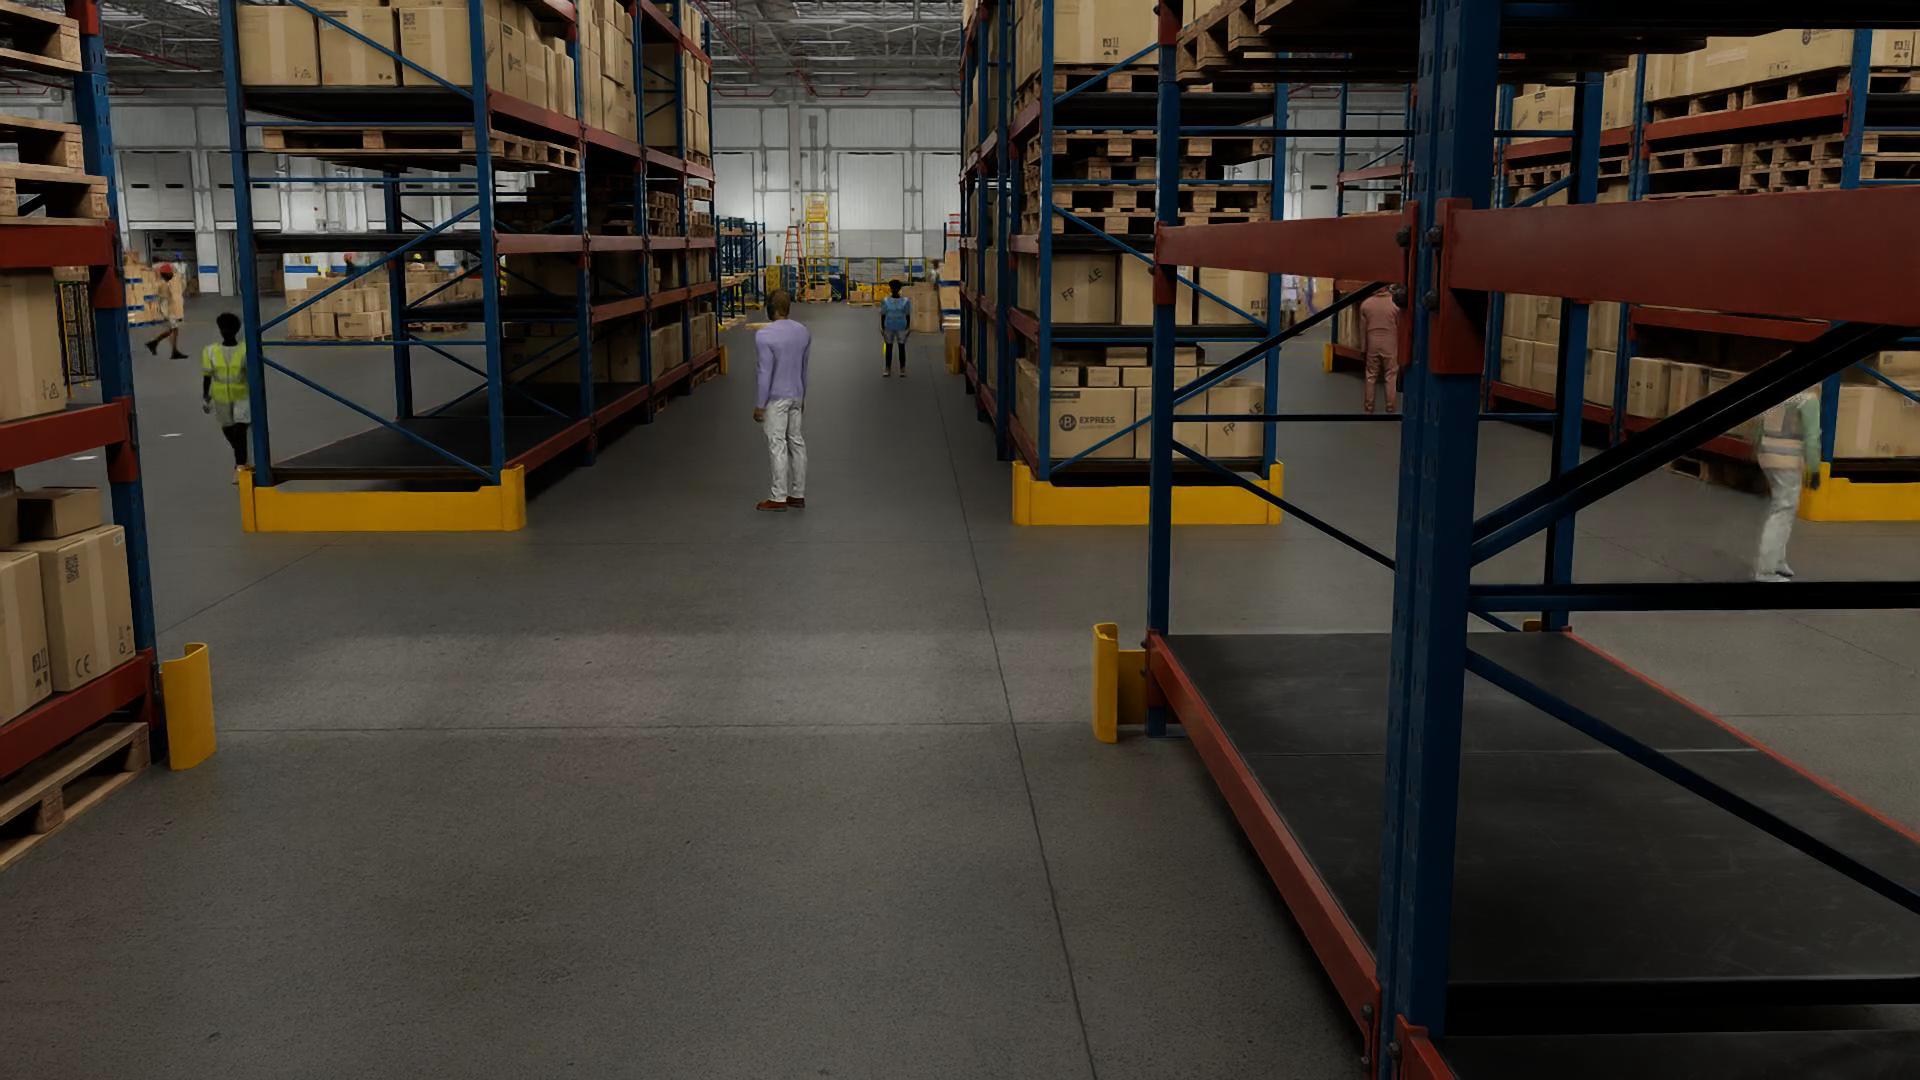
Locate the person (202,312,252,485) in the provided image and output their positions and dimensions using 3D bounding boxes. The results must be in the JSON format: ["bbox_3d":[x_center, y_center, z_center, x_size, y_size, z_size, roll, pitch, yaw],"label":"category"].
[{"bbox_3d":[-7.148,-1.415,16.394,0.530,1.671,0.824,-1,10,-8],"label":"person"}]

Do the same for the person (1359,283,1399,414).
[{"bbox_3d":[5.586,-2.528,21.918,0.642,1.909,0.409,7,12,34],"label":"person"}]

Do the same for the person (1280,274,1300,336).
[{"bbox_3d":[8.171,-6.030,41.507,0.663,1.886,0.376,3,11,18],"label":"person"}]

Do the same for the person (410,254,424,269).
[{"bbox_3d":[-18.912,-9.022,58.060,0.600,1.921,0.391,4,11,20],"label":"person"}]

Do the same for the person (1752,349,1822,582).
[{"bbox_3d":[5.704,-0.494,11.372,0.540,1.618,0.550,-2,10,-9],"label":"person"}]

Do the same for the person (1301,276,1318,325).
[{"bbox_3d":[9.643,-6.934,46.532,0.913,1.876,0.623,1,10,3],"label":"person"}]

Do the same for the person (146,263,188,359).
[{"bbox_3d":[-15.899,-4.565,33.238,0.652,1.916,0.554,-5,11,-24],"label":"person"}]

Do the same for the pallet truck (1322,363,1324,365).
[{"bbox_3d":[7.712,-4.157,30.737,1.885,1.965,0.823,3,11,16],"label":"pallet truck"}]

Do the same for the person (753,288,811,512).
[{"bbox_3d":[-1.562,-1.212,14.496,0.372,1.940,0.631,7,12,35],"label":"person"}]

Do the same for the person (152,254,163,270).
[{"bbox_3d":[-26.153,-8.344,54.264,0.432,1.924,0.660,1,10,5],"label":"person"}]

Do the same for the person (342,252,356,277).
[{"bbox_3d":[-20.208,-8.516,55.076,0.447,1.981,0.636,-7,12,-33],"label":"person"}]

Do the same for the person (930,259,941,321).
[{"bbox_3d":[-0.639,-7.356,49.003,0.484,1.834,0.551,3,11,16],"label":"person"}]

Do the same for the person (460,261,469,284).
[{"bbox_3d":[-17.911,-9.293,60.306,0.871,1.642,0.549,1,10,5],"label":"person"}]

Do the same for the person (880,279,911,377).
[{"bbox_3d":[-1.120,-3.672,28.868,0.540,1.697,0.317,1,10,6],"label":"person"}]

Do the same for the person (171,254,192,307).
[{"bbox_3d":[-27.963,-9.328,59.781,0.618,1.898,0.960,-9,14,-42],"label":"person"}]
